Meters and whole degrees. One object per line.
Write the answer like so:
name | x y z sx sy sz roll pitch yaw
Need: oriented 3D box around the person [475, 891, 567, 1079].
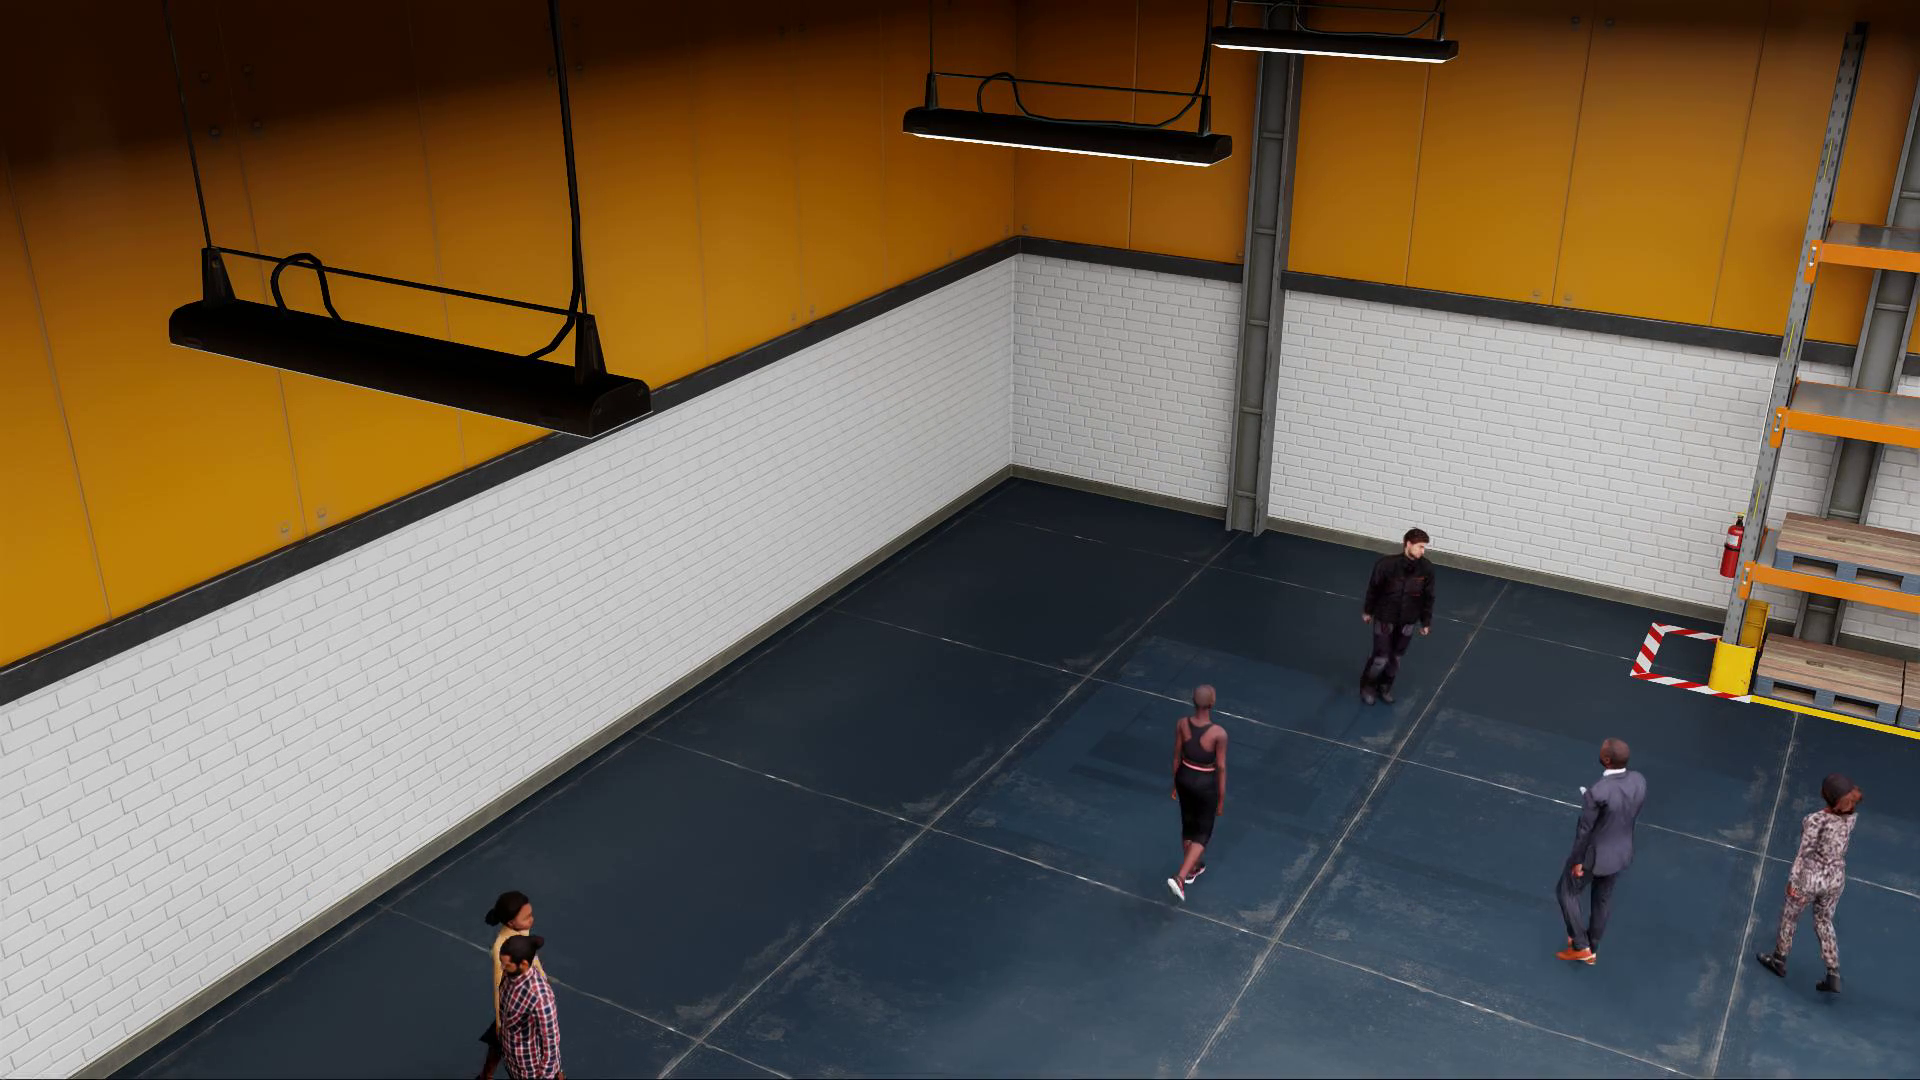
person | -2.842 2.915 10.384 1.135 1.603 0.893 2 24 5

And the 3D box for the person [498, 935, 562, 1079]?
person | -2.541 3.061 9.856 0.823 1.760 0.650 -19 30 -37

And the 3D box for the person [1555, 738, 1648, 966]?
person | 4.556 2.245 11.659 0.793 1.811 0.841 -8 25 -18

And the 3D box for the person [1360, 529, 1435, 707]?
person | 3.944 0.689 15.231 0.854 1.801 0.940 2 24 5

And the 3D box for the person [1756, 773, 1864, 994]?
person | 5.966 2.373 11.493 0.892 1.709 0.942 -6 24 -12

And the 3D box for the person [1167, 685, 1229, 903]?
person | 1.729 1.919 12.491 0.917 1.741 0.664 14 27 30
